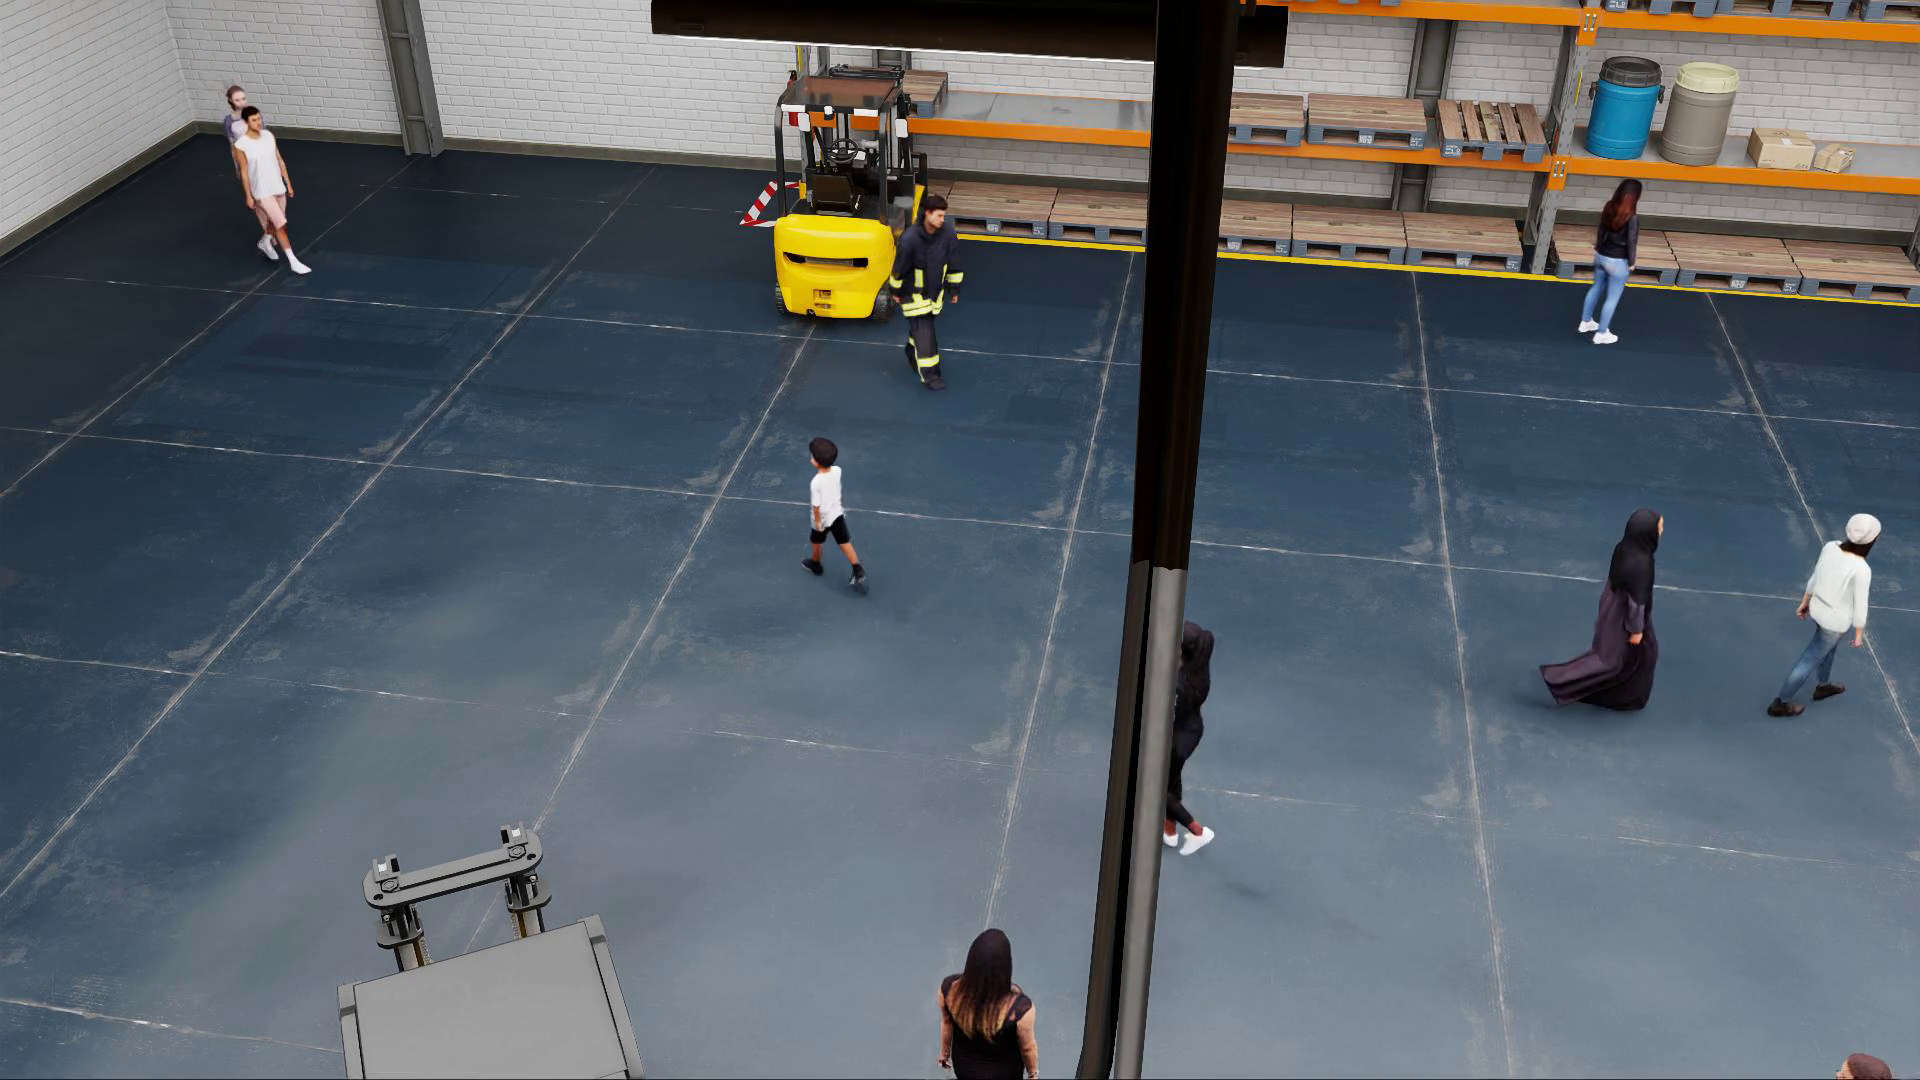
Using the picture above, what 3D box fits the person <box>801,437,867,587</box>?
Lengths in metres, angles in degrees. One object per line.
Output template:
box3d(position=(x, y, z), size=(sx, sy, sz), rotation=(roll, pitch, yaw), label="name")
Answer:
box3d(position=(-0.960, -0.203, 12.674), size=(0.914, 1.244, 0.783), rotation=(29, 43, 36), label="person")

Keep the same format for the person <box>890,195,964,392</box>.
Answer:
box3d(position=(-0.386, -2.342, 15.334), size=(1.211, 1.862, 1.235), rotation=(-13, 36, -19), label="person")

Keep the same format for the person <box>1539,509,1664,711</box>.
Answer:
box3d(position=(4.434, 0.499, 11.303), size=(1.002, 1.592, 0.637), rotation=(7, 34, 11), label="person")

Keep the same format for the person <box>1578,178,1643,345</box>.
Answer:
box3d(position=(6.319, -2.717, 16.106), size=(0.726, 1.632, 0.727), rotation=(-11, 35, -15), label="person")

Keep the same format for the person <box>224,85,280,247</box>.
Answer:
box3d(position=(-7.712, -4.104, 18.122), size=(1.043, 1.710, 1.173), rotation=(-26, 42, -33), label="person")

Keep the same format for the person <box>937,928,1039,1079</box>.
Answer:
box3d(position=(0.110, 2.614, 8.038), size=(1.076, 1.684, 0.917), rotation=(16, 37, 22), label="person")

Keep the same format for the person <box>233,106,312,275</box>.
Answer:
box3d(position=(-7.312, -3.691, 17.461), size=(1.208, 1.753, 0.931), rotation=(19, 38, 26), label="person")

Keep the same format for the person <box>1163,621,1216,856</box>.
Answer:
box3d(position=(1.370, 1.242, 10.071), size=(0.882, 1.720, 0.783), rotation=(20, 39, 28), label="person")

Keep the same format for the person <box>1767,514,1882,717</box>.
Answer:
box3d(position=(5.798, 0.532, 11.224), size=(0.956, 1.625, 0.775), rotation=(-6, 34, -9), label="person")
